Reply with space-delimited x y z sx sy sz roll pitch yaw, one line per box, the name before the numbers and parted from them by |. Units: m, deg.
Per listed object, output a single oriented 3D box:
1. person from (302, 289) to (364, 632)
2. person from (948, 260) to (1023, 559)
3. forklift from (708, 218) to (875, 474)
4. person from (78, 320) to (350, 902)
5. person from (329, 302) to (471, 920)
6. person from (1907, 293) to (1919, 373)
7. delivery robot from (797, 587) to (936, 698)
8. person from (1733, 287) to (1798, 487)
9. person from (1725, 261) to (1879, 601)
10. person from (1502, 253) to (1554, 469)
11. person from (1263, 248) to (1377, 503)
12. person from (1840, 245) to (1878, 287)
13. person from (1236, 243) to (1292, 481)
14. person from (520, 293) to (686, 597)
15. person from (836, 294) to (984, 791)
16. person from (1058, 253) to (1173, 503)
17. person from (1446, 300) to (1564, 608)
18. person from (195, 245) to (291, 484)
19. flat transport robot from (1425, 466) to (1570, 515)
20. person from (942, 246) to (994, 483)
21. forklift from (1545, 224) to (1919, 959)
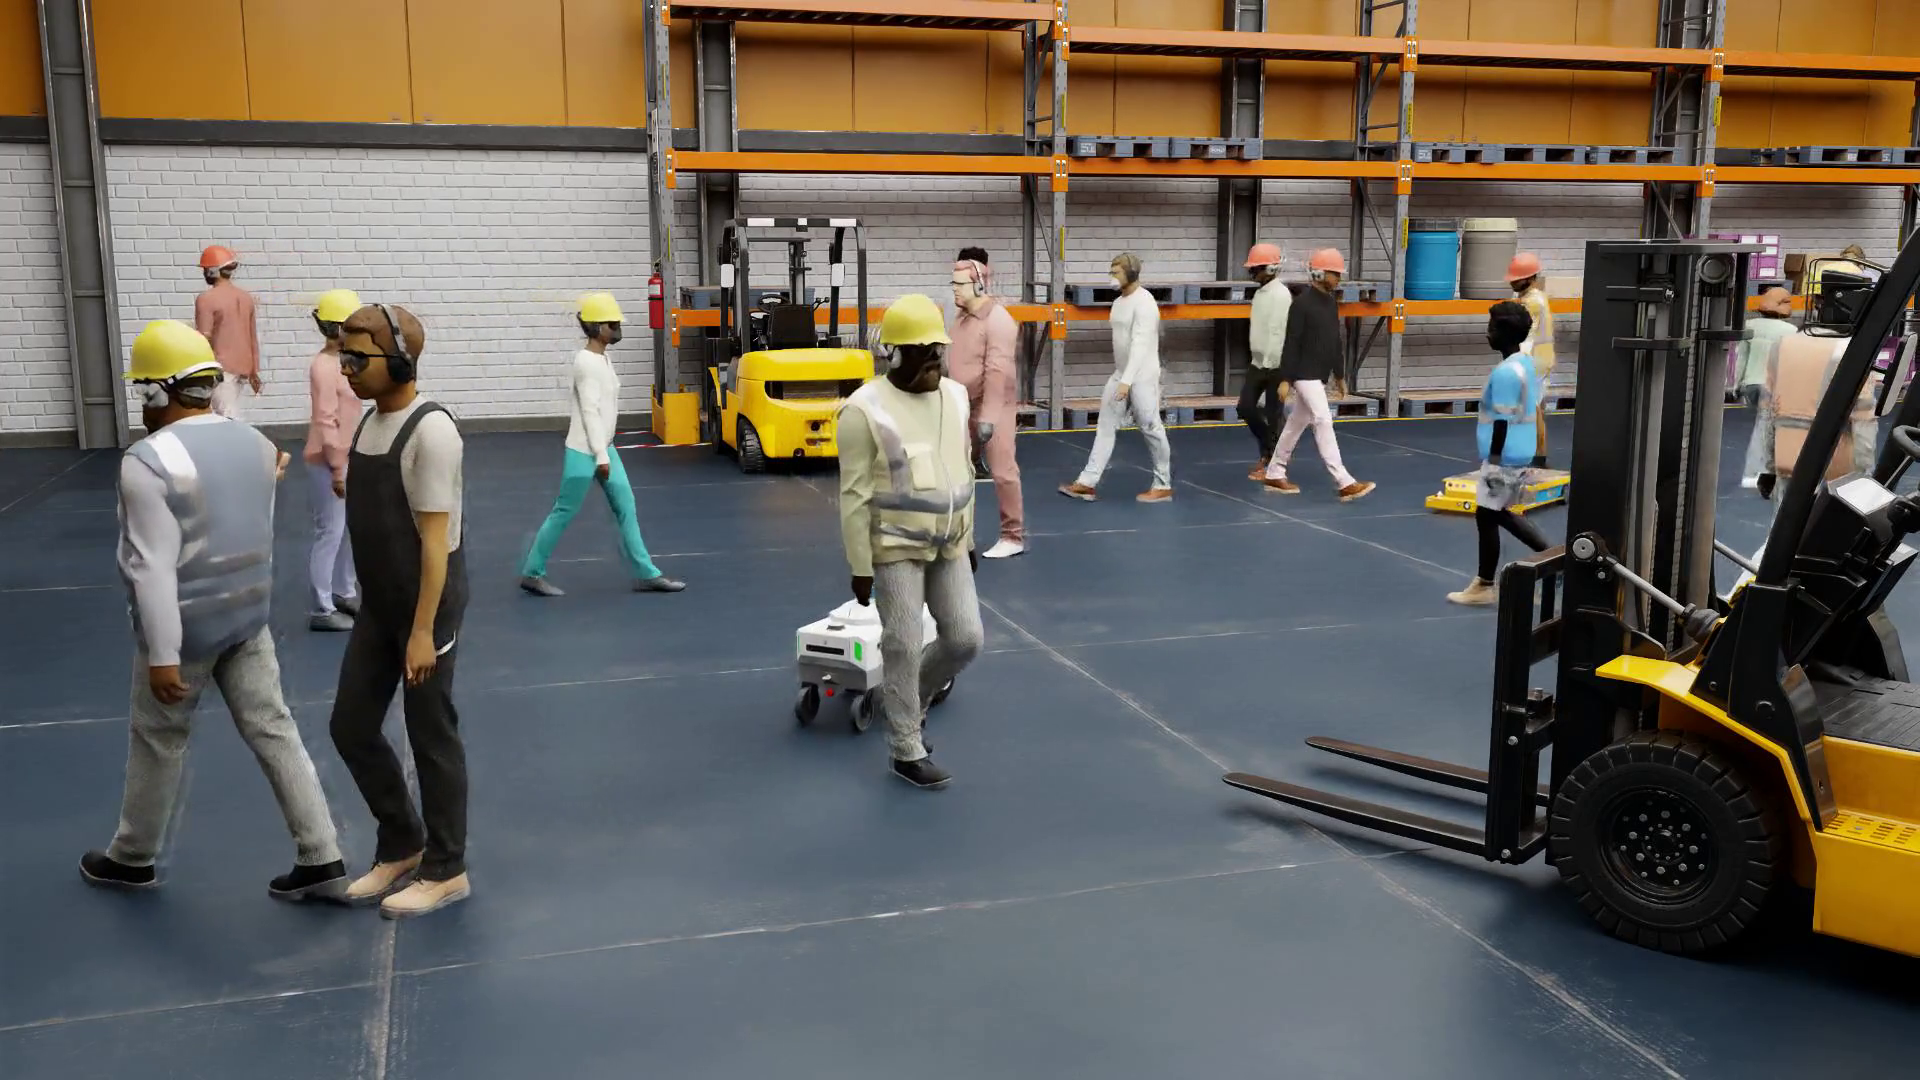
person | -3.172 -0.396 8.496 0.441 1.751 0.572 -1 10 -6
person | 0.051 -0.791 10.348 0.827 1.873 0.669 -7 12 -32
forklift | -1.522 -1.778 14.899 1.214 2.155 2.313 -3 11 -17
person | -2.280 0.230 5.031 0.946 1.783 0.613 4 11 19
person | -1.658 0.226 4.900 0.533 1.837 0.425 9 13 39
person | 9.881 -1.988 16.936 0.680 1.867 0.394 -8 13 -36
delivery robot | -0.392 0.421 7.083 0.477 0.478 0.707 5 12 27
person | 6.583 -1.235 13.489 0.556 1.614 0.535 -5 11 -24
person | 4.036 -0.359 7.902 0.702 1.909 0.605 -4 11 -21
person | 4.750 -1.451 13.968 0.450 1.899 0.554 5 11 25
person | 2.789 -1.270 12.846 1.034 1.927 0.633 8 13 38
person | 9.611 -2.191 17.948 0.400 1.939 0.654 -3 11 -14
person | 2.526 -1.455 13.752 0.474 1.969 0.602 -3 11 -18
person | -2.073 -0.522 9.331 0.918 1.717 0.540 0 10 2
person | -0.170 0.014 6.101 0.624 1.819 0.424 -9 14 -40
person | 1.203 -1.200 12.560 0.986 1.892 0.642 -4 11 -22
person | 2.989 -0.451 8.987 0.562 1.684 0.543 6 12 29
person | -5.832 -1.387 13.400 0.877 1.970 0.623 2 11 10
flat transport robot | 4.145 -0.386 12.542 0.652 0.197 1.431 9 14 41
person | 0.019 -1.422 13.610 0.608 1.952 0.633 -6 12 -28
forklift | 2.909 0.117 4.508 2.313 2.155 1.214 9 14 40
